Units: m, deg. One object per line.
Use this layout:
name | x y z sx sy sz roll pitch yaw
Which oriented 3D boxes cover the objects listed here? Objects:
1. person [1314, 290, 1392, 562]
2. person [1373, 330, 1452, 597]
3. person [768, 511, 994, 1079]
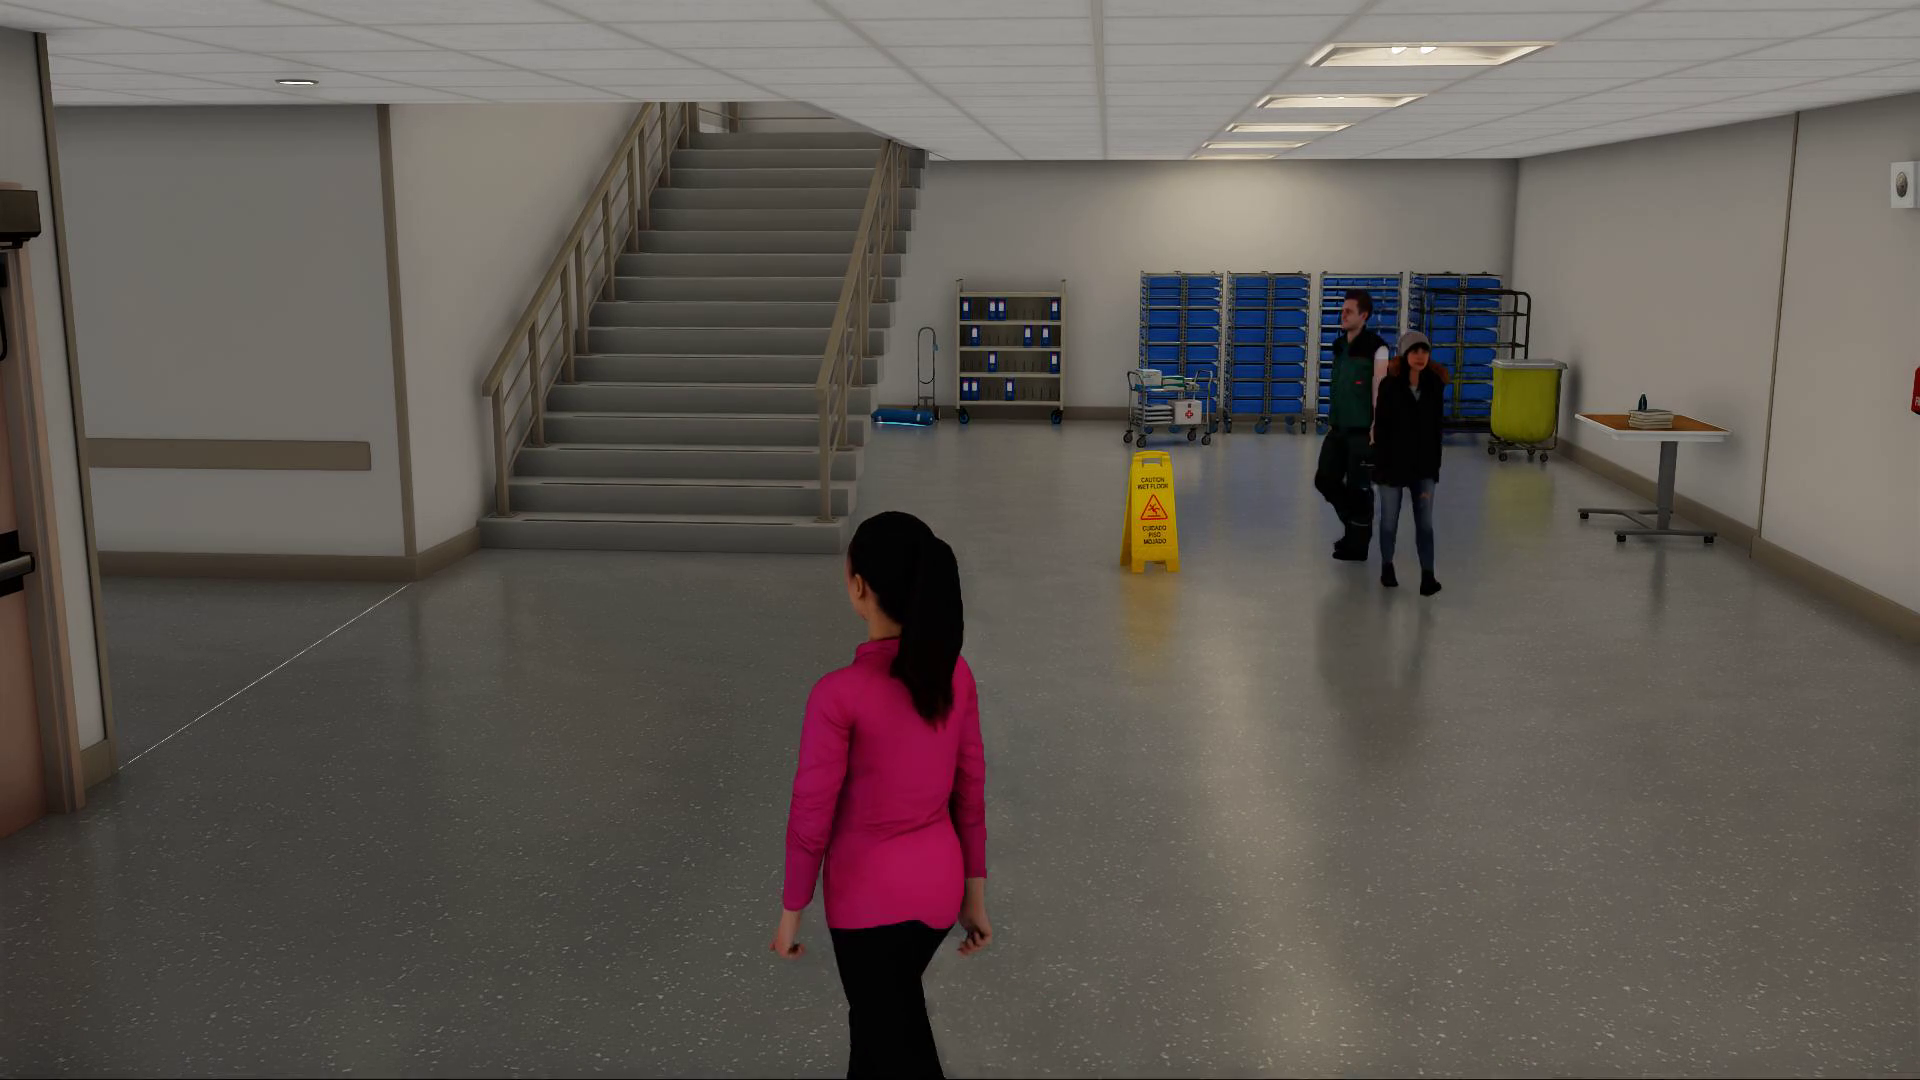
person | 2.742 -0.764 11.226 0.858 1.831 0.791 -6 12 -30
person | 2.737 -0.473 10.302 0.687 1.603 0.987 0 11 0
person | -0.078 0.812 3.386 1.093 1.657 1.125 -9 14 -41
